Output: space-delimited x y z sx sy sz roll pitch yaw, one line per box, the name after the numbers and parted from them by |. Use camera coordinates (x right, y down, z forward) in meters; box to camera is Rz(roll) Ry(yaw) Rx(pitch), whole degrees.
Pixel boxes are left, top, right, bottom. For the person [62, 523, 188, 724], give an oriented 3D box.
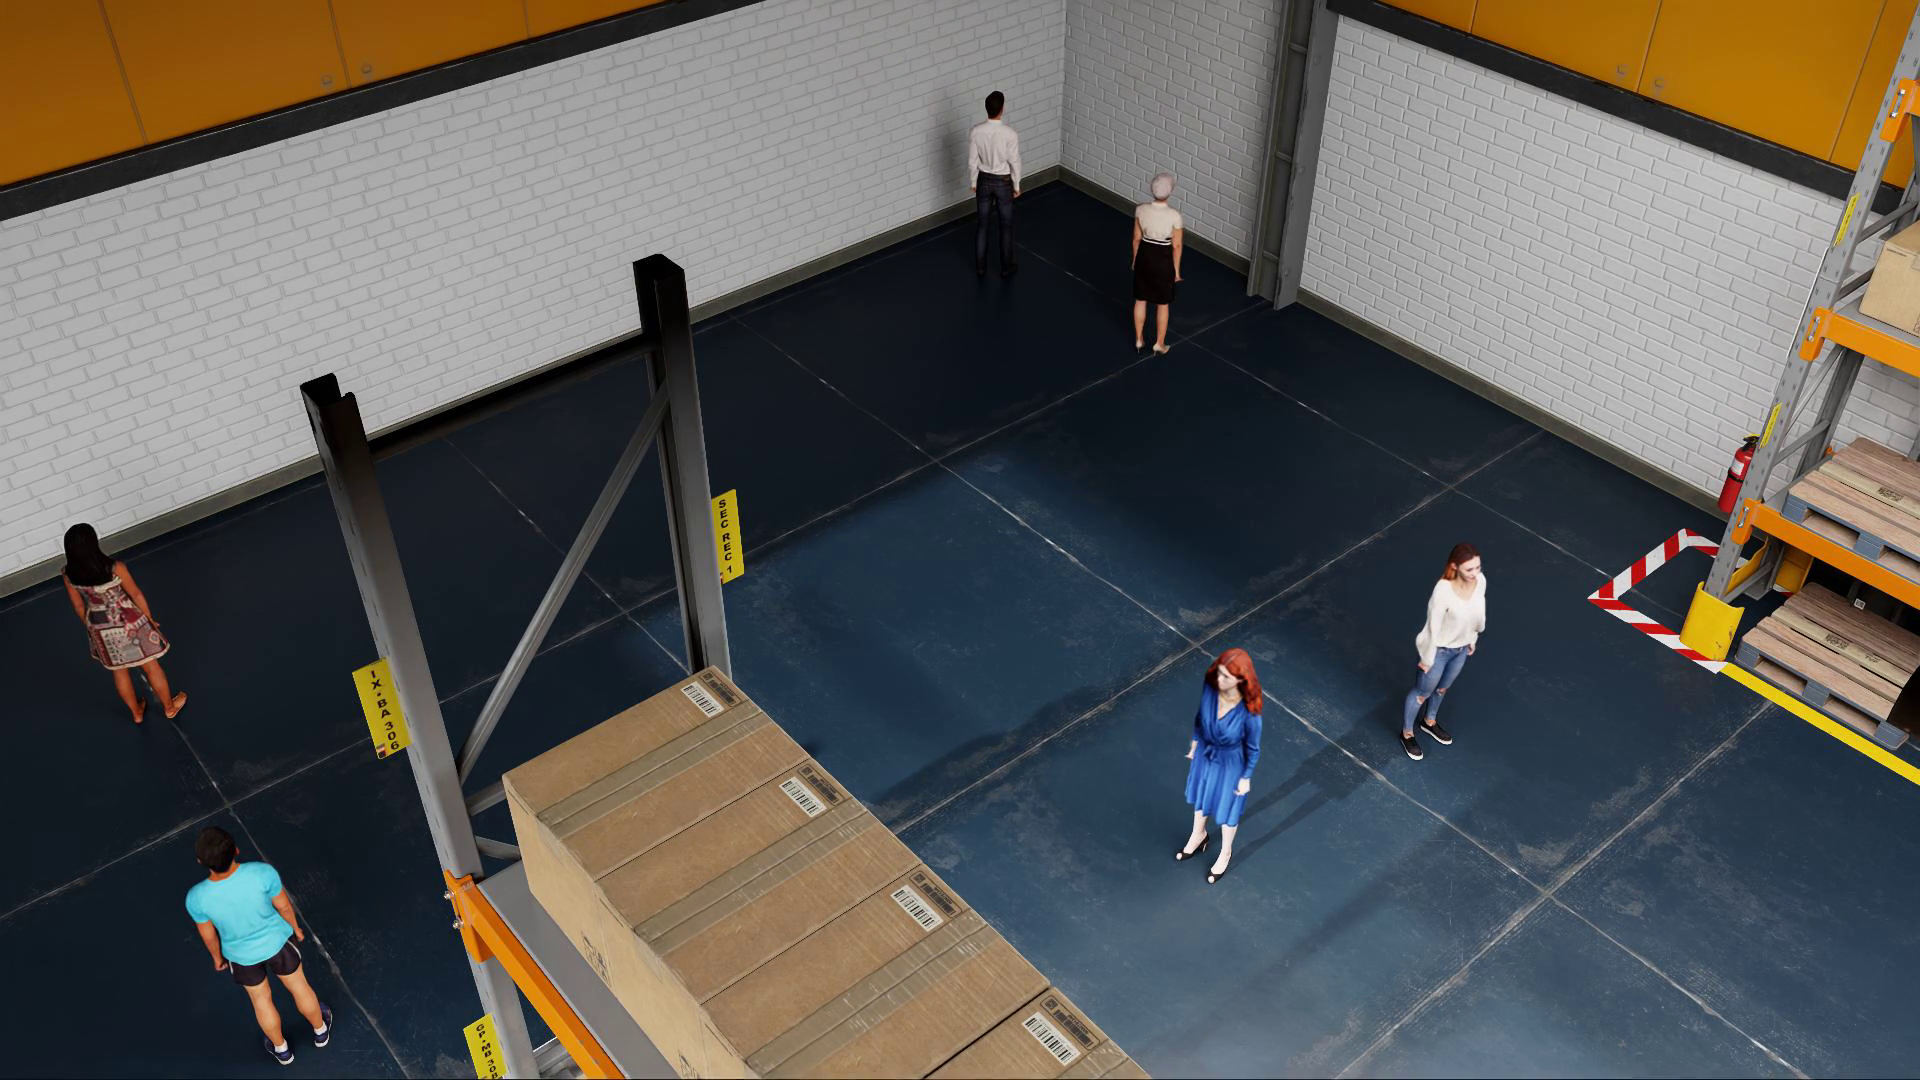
-5.607 0.558 11.066 0.725 1.645 0.714 -6 39 -7 | person

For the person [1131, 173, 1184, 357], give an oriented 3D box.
1.727 -2.422 14.710 0.595 1.755 0.749 18 42 21 | person

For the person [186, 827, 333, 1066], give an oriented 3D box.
-3.765 2.178 8.932 0.654 1.777 0.581 -19 42 -22 | person

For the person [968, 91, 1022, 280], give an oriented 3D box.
0.331 -3.363 15.795 0.684 1.871 0.789 9 40 11 | person

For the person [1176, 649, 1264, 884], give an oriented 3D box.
1.574 1.340 9.940 0.658 1.828 0.500 -27 46 -30 | person

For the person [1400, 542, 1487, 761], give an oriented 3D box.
3.157 0.700 10.851 0.657 1.692 0.606 -19 42 -22 | person
